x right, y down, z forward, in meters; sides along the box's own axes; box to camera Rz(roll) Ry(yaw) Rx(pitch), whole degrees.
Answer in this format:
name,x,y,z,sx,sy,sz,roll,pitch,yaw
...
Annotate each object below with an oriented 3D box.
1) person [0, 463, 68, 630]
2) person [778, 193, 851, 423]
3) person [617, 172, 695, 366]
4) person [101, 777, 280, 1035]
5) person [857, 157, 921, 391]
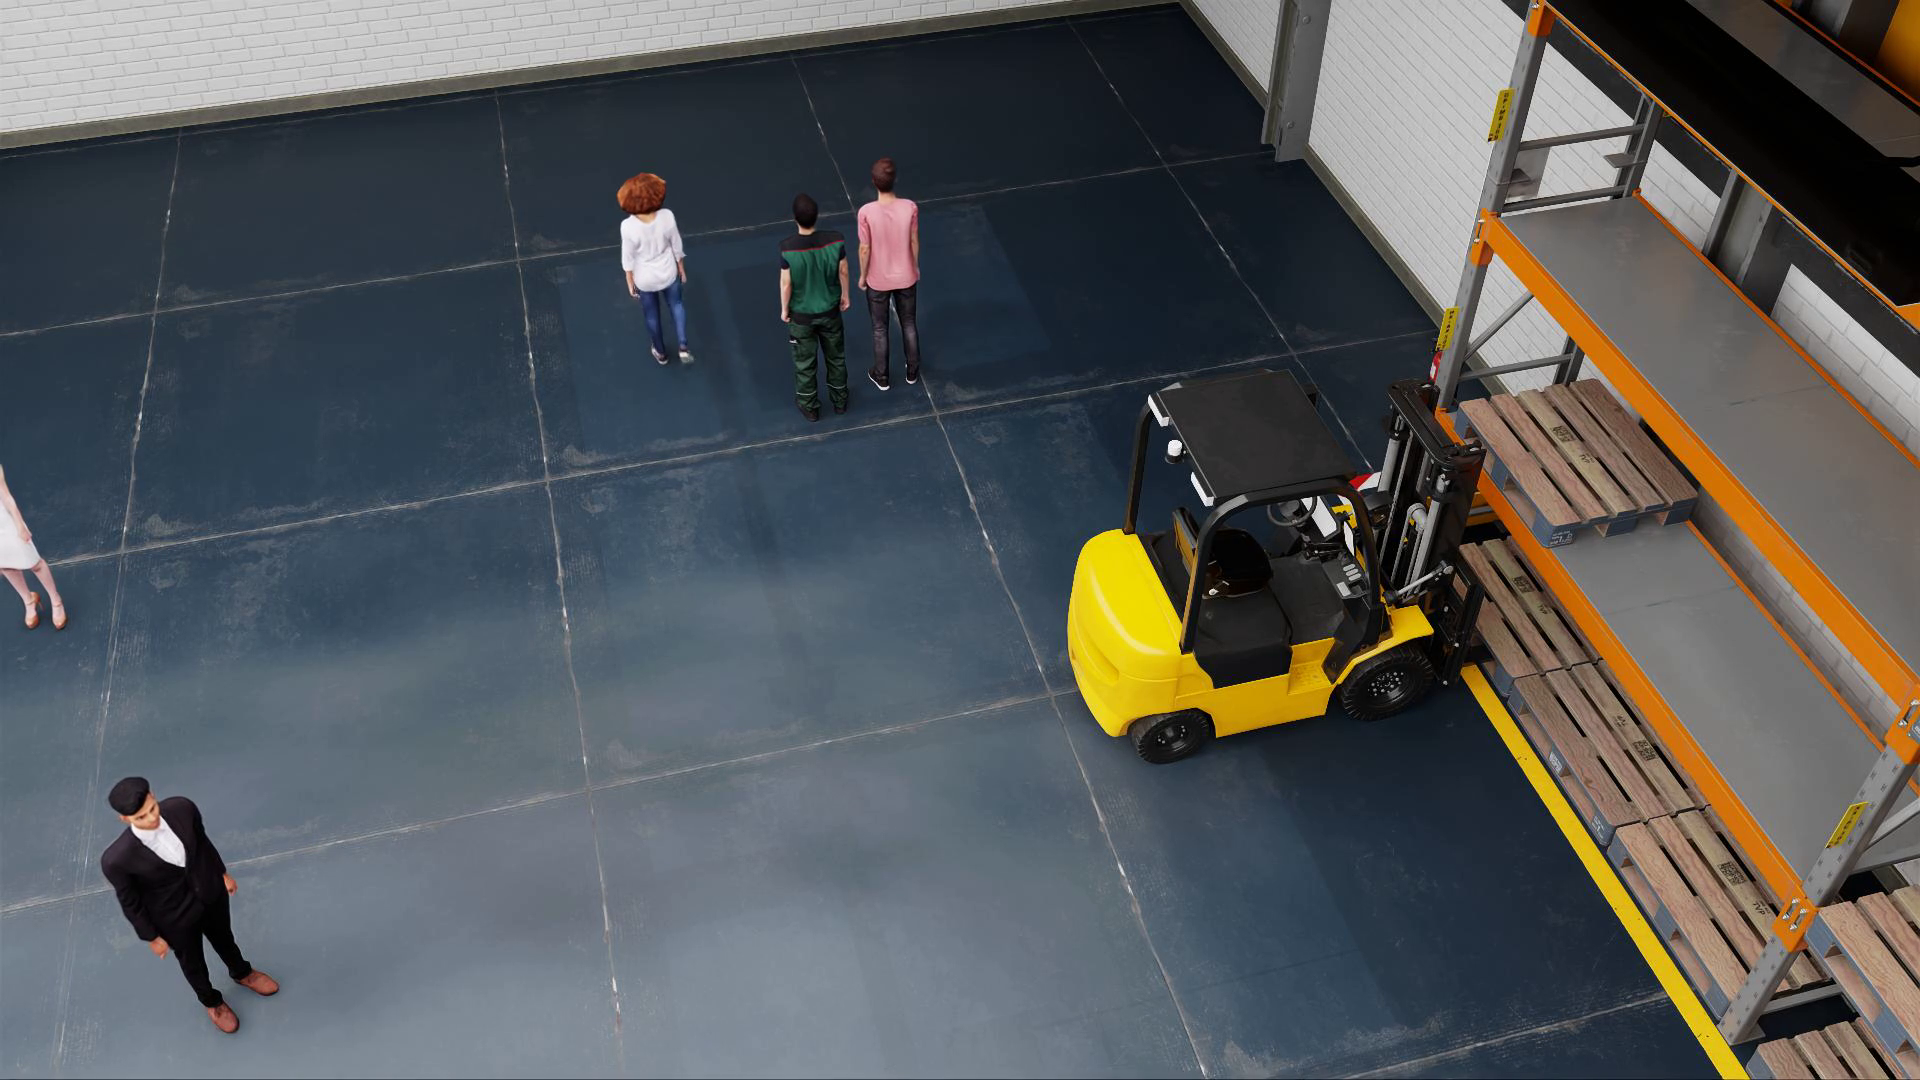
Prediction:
name,x,y,z,sx,sy,sz,roll,pitch,yaw
person,-6.212,-0.098,10.743,0.595,1.794,0.552,-2,44,-2
person,-1.083,-1.725,12.375,0.701,1.899,0.588,-15,46,-15
person,-2.322,-2.022,12.826,0.698,1.707,0.823,-15,46,-16
person,-4.028,1.854,8.630,0.813,1.883,0.758,23,48,22
person,-0.530,-2.000,12.621,0.636,1.959,0.526,-12,45,-12
